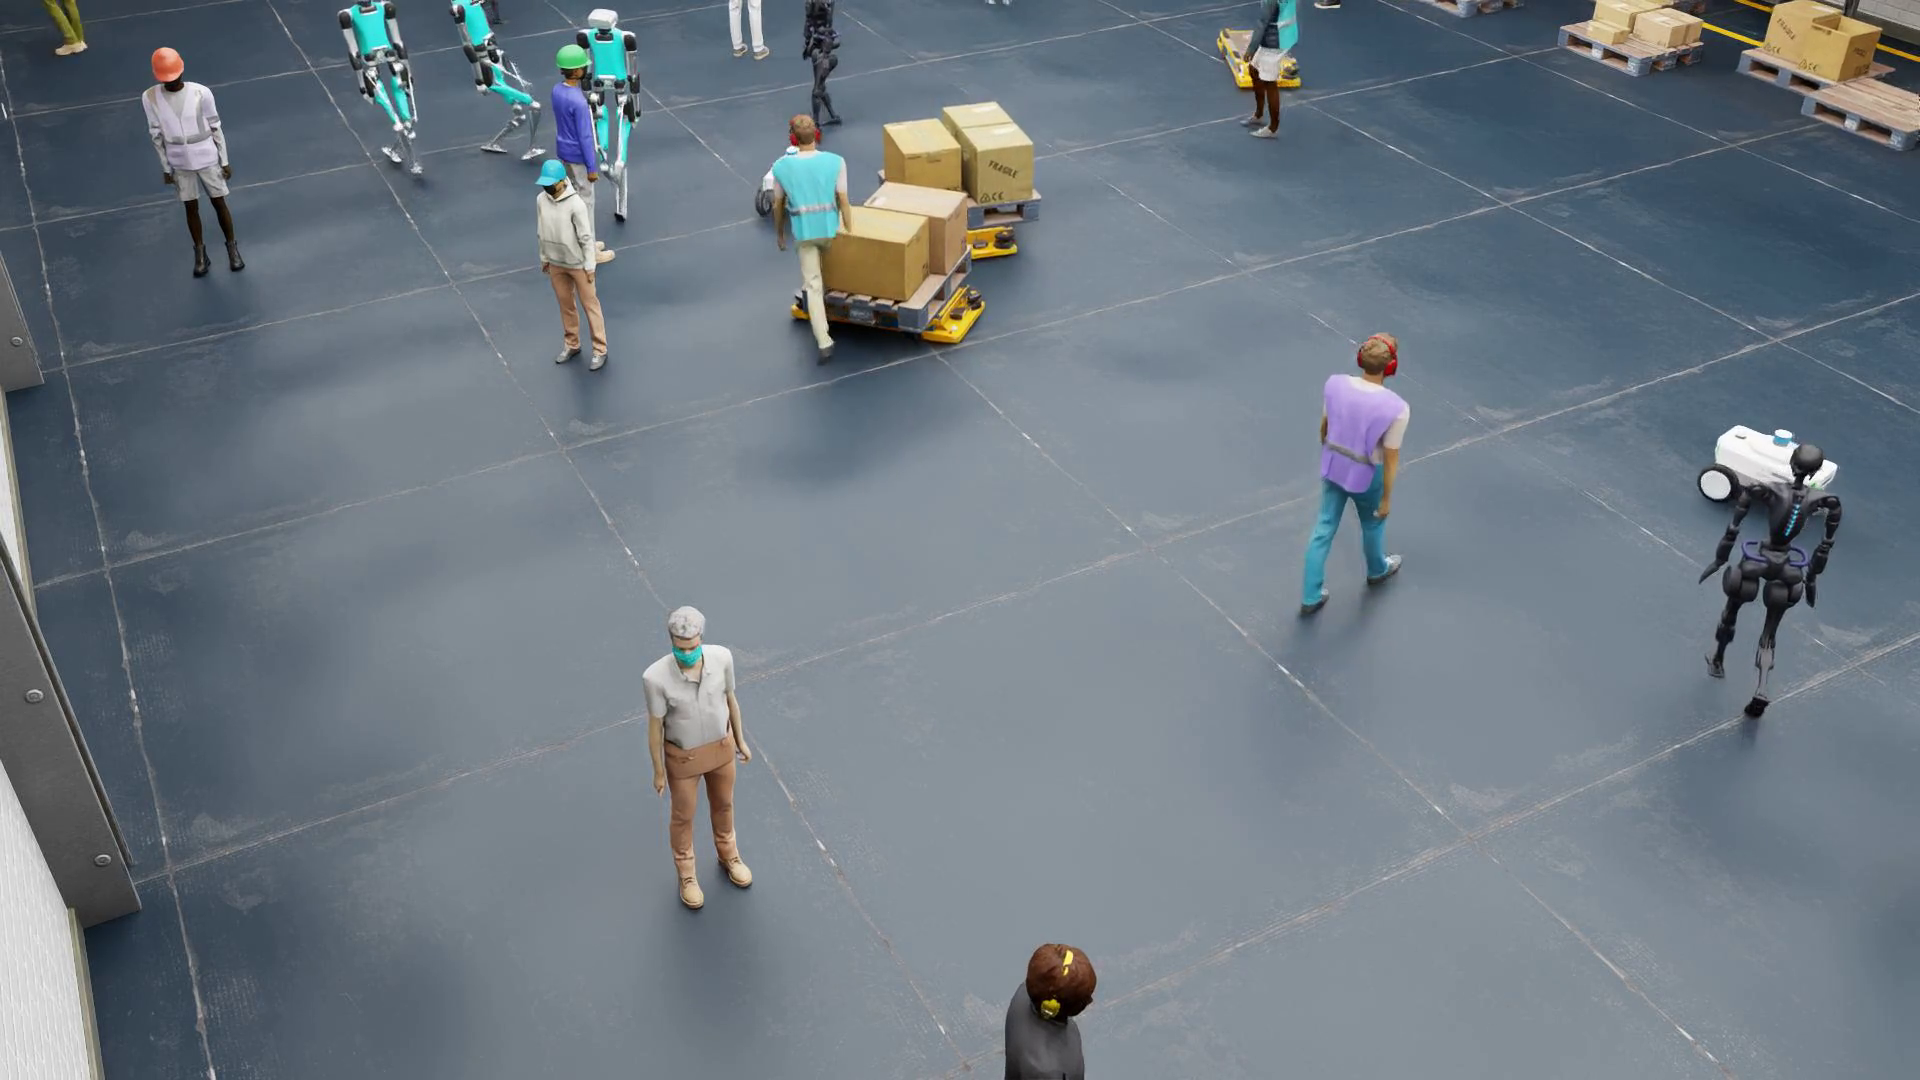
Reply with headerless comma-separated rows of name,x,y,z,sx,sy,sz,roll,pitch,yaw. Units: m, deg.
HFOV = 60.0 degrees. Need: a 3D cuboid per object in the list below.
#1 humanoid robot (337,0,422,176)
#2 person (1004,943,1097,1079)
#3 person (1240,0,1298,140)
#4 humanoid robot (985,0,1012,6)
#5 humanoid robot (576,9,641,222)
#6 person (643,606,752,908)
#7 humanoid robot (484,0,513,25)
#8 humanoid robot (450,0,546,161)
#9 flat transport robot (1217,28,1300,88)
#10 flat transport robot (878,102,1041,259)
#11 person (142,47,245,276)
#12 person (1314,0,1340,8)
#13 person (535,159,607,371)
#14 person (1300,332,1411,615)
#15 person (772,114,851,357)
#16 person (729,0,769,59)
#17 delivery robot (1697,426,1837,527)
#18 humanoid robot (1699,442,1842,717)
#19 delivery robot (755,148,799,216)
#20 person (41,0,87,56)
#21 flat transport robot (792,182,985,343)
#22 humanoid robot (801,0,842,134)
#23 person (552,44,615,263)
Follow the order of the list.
humanoid robot,-5.257,-4.191,15.428,0.550,1.737,0.997,-22,41,-28
person,0.315,2.190,6.192,0.354,1.874,0.492,-2,35,-3
person,2.977,-4.868,16.238,0.639,1.912,0.578,15,38,20
humanoid robot,0.469,-7.215,19.759,0.539,1.806,0.731,-14,37,-19
humanoid robot,-3.140,-3.702,14.784,0.546,1.840,0.848,2,35,3
person,-1.249,1.020,7.971,0.491,1.744,0.304,-19,39,-25
humanoid robot,-5.519,-6.862,19.329,0.615,1.653,0.608,10,36,14
humanoid robot,-4.257,-4.430,15.797,0.960,1.771,0.532,5,35,8
flat transport robot,3.275,-5.309,18.295,0.659,0.231,1.431,-1,35,-2
flat transport robot,-0.021,-2.873,14.818,0.659,0.231,1.431,-10,36,-14
person,-6.325,-3.123,13.731,0.543,1.927,0.381,-10,36,-14
person,4.482,-7.318,19.686,0.367,1.966,0.603,6,35,8
person,-2.934,-2.052,12.427,0.472,1.669,0.390,13,37,18
person,2.416,-0.423,9.984,0.584,1.799,0.910,28,44,34
person,-1.120,-2.351,12.775,0.559,1.774,0.950,-8,36,-11
person,-2.371,-6.223,18.201,0.573,1.880,0.361,10,36,14
delivery robot,5.409,-0.469,11.132,0.499,0.591,0.768,-27,43,-33
humanoid robot,4.472,0.204,9.218,0.611,1.637,0.689,8,36,11
delivery robot,-1.521,-3.250,15.119,0.499,0.608,0.797,9,36,13
person,-10.033,-6.289,18.377,0.367,1.803,0.604,5,35,7
flat transport robot,-0.577,-1.911,13.445,1.431,0.231,0.659,11,37,16
humanoid robot,-1.425,-4.859,16.431,0.539,1.637,0.588,-17,39,-23
person,-3.169,-3.217,13.927,0.380,1.866,0.452,-25,42,-31
